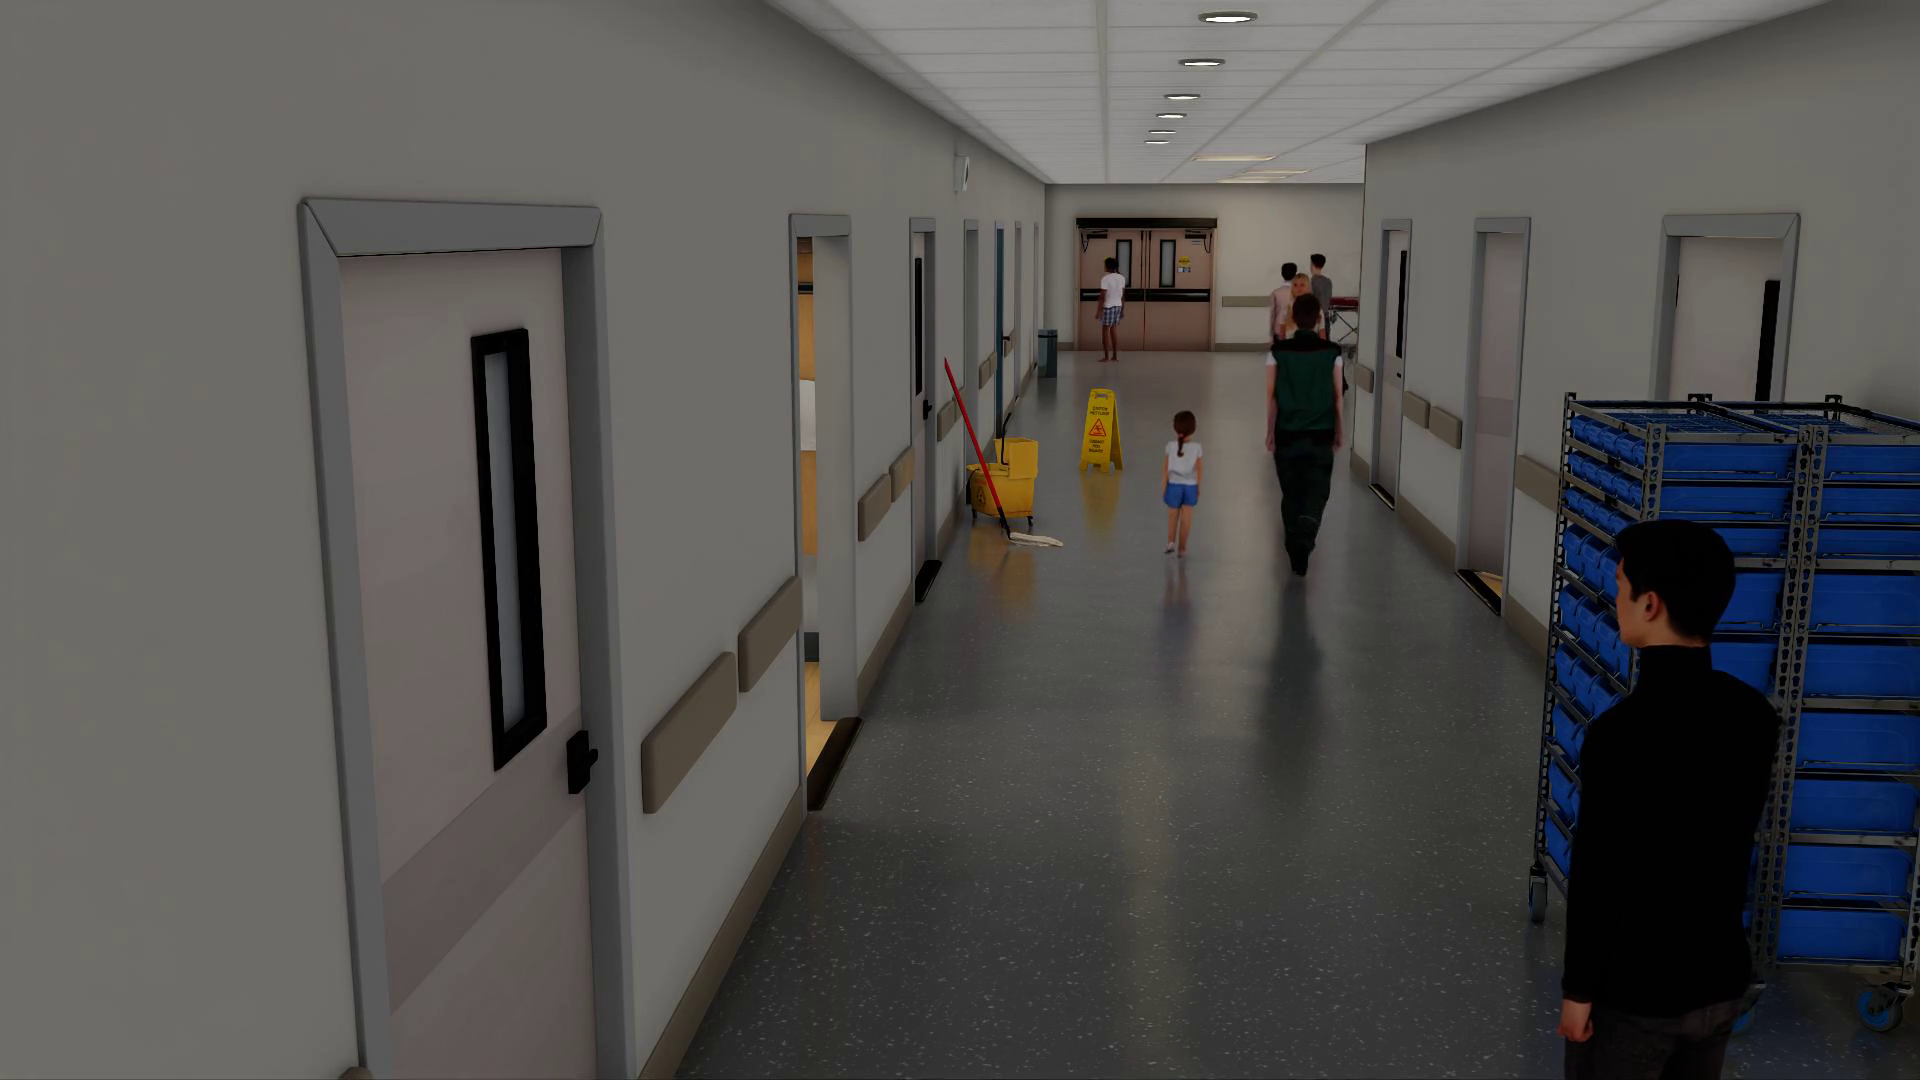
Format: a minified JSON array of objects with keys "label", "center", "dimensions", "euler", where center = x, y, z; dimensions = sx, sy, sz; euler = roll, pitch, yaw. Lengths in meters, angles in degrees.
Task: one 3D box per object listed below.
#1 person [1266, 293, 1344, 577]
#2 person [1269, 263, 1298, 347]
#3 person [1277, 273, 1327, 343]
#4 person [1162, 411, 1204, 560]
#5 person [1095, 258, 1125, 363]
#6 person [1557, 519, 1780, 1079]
[{"label":"person","center":[2.211,-0.656,10.725],"dimensions":[0.806,1.818,1.156],"euler":[3,11,16]},{"label":"person","center":[4.044,-2.502,20.578],"dimensions":[0.806,1.774,1.236],"euler":[3,11,17]},{"label":"person","center":[3.196,-1.586,15.648],"dimensions":[0.667,1.813,0.691],"euler":[4,11,19]},{"label":"person","center":[1.522,-0.372,11.391],"dimensions":[0.435,1.014,0.448],"euler":[2,11,11]},{"label":"person","center":[2.518,-3.845,27.784],"dimensions":[0.774,1.727,0.816],"euler":[-6,12,-29]},{"label":"person","center":[1.375,0.810,3.266],"dimensions":[0.722,1.722,0.729],"euler":[-6,12,-28]}]
